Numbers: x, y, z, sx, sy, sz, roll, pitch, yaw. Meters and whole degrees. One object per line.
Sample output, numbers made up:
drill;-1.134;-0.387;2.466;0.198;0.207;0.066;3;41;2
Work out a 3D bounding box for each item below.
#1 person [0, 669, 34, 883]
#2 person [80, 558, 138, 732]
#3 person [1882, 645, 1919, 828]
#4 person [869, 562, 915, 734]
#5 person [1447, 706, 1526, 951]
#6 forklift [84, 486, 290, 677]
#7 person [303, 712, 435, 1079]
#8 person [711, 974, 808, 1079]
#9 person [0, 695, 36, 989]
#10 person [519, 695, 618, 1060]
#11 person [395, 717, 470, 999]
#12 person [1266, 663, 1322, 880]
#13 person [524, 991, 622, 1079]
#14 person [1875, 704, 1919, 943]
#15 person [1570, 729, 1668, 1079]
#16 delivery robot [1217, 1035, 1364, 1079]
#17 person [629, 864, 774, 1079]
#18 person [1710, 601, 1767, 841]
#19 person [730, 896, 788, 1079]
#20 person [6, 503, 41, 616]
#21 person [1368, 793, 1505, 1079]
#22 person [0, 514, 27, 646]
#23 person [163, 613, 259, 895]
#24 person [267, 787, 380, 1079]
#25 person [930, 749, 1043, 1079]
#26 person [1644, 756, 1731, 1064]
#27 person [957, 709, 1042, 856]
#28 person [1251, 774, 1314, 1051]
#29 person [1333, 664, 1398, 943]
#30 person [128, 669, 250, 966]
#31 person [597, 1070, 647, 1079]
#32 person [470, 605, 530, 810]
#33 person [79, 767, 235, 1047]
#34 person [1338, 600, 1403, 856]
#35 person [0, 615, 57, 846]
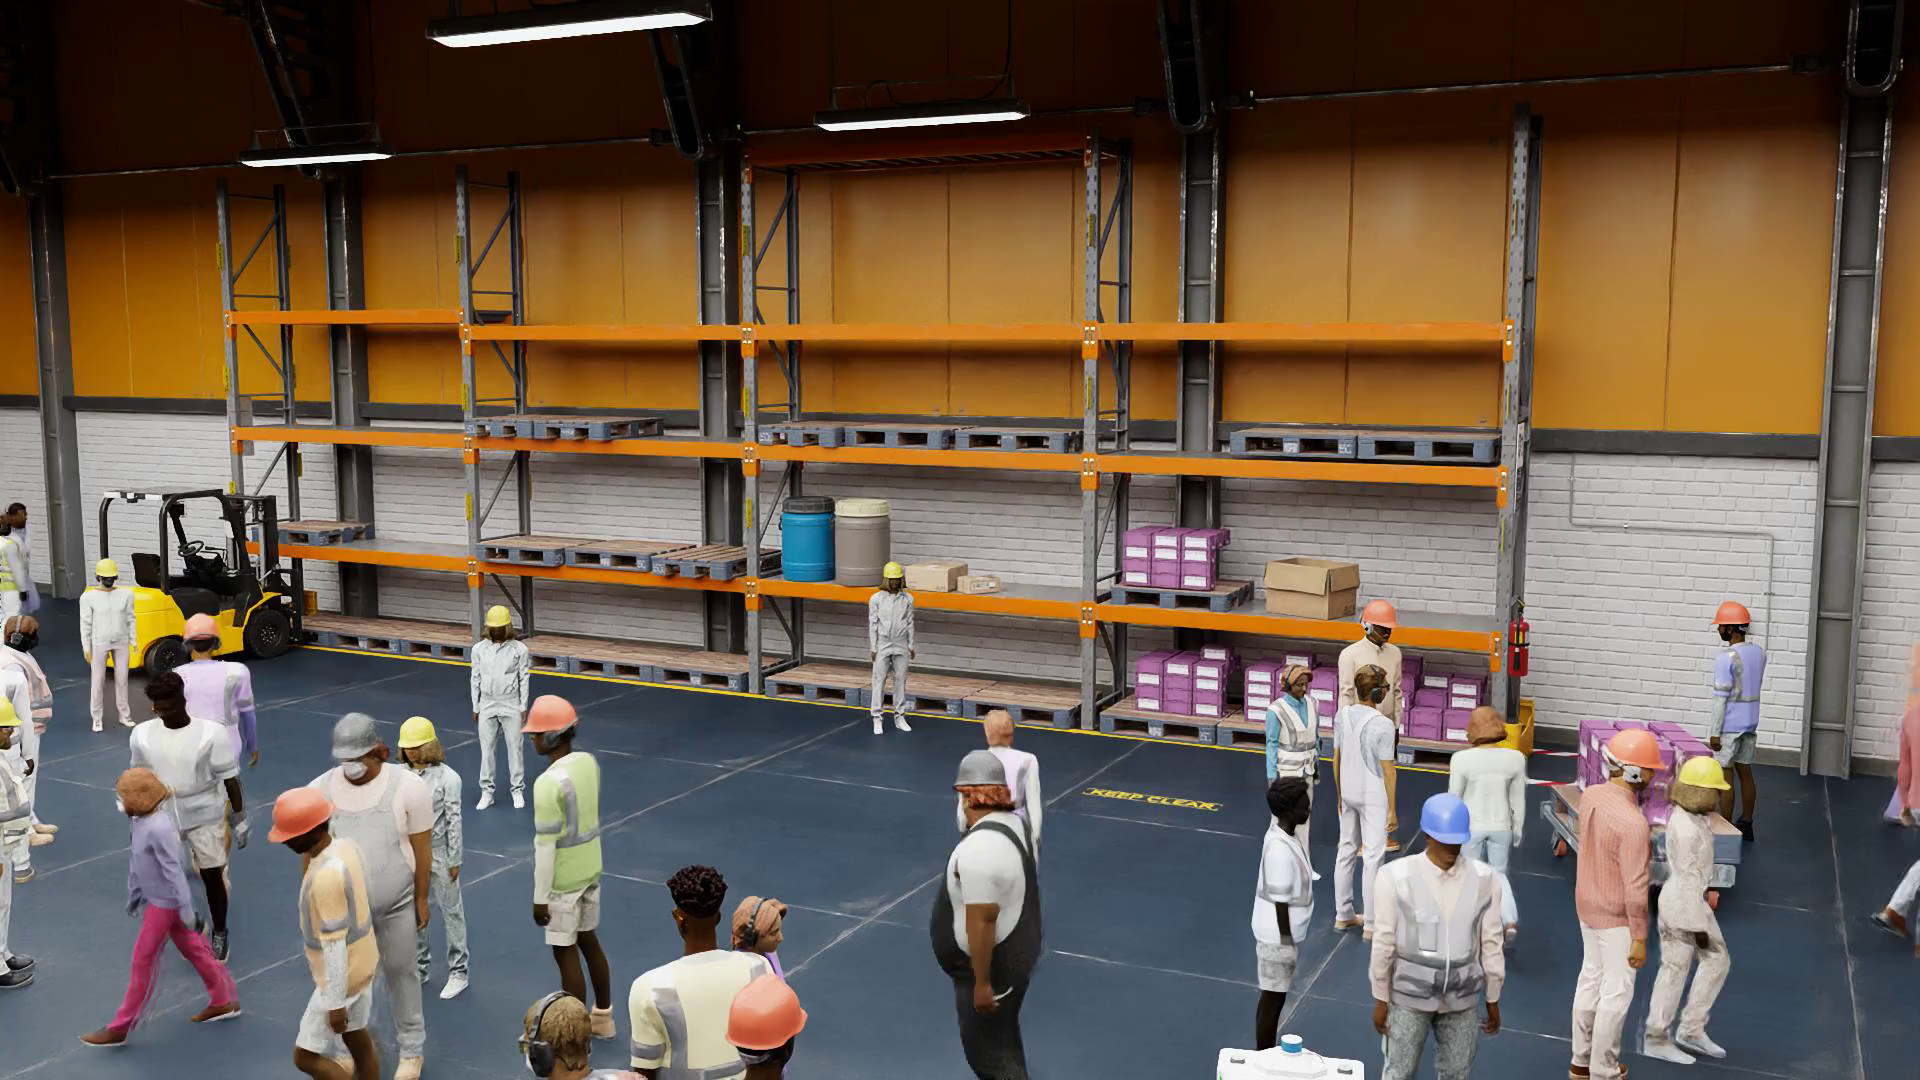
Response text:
person;-7.046;1.586;12.081;0.573;1.887;0.355;-4;8;-33
person;-8.647;1.060;16.930;0.533;1.765;0.330;-6;9;-43
person;7.985;1.461;13.485;0.958;1.789;0.584;1;7;5
person;-0.681;1.084;16.814;0.483;1.745;0.299;-3;7;-21
person;3.418;1.882;10.775;0.507;1.615;0.511;0;7;-1
forklift;-9.426;0.454;20.179;1.214;2.155;2.313;3;8;26
person;-3.174;1.897;8.886;0.687;2.000;0.535;0;7;-3
person;-0.620;2.364;5.429;0.545;1.942;0.354;3;8;24
person;-5.924;1.849;10.211;0.403;1.817;0.601;-4;8;-31
person;-2.206;1.863;9.245;0.446;2.030;0.618;2;7;14
person;-3.232;1.910;10.048;0.485;1.735;0.356;2;7;15
person;2.432;1.704;12.164;0.524;1.631;0.318;-5;8;-35
person;-1.239;2.388;5.316;0.386;1.928;0.636;3;8;24
person;6.297;1.743;10.666;0.460;1.926;0.635;-1;7;-5
person;3.433;1.954;8.683;0.408;1.980;0.627;-1;7;-4
delivery robot;1.623;2.675;8.157;0.707;0.478;0.477;2;7;13
person;-0.998;2.231;6.486;0.599;1.958;0.379;-5;8;-33
person;6.080;1.441;13.122;0.544;1.929;0.388;-4;8;-31
person;-0.880;2.314;7.124;0.319;1.631;0.524;1;7;7
person;-12.102;0.461;21.342;0.462;1.896;0.655;0;7;1
person;2.204;2.100;7.694;0.615;1.933;0.430;0;7;-2
person;-11.783;0.594;20.520;0.639;1.834;0.523;3;8;25
person;-5.460;1.525;12.126;0.626;1.997;0.983;-3;7;-21
person;-3.018;2.078;7.983;0.472;1.893;0.662;-1;7;-9
person;0.217;1.998;8.050;0.725;2.000;0.731;3;7;21
person;4.039;2.028;9.077;0.565;1.725;0.505;4;8;29
person;0.251;1.882;10.761;0.541;1.594;0.822;0;7;1
person;1.710;2.075;8.822;0.321;1.696;0.534;2;7;12
person;2.698;1.734;11.034;0.342;1.846;0.508;-5;8;-35
person;-4.866;1.757;10.470;0.764;1.932;0.507;-1;7;-8
person;-0.991;2.459;4.831;0.425;1.892;0.658;-5;9;-37
person;-3.896;1.413;14.101;0.486;1.744;0.298;-1;7;-8
person;-4.554;2.057;9.413;0.843;1.580;0.526;-5;8;-34
person;3.188;1.444;12.865;0.612;1.986;0.407;-4;8;-28
person;-7.373;1.493;13.096;0.429;1.833;0.637;-4;8;-27
